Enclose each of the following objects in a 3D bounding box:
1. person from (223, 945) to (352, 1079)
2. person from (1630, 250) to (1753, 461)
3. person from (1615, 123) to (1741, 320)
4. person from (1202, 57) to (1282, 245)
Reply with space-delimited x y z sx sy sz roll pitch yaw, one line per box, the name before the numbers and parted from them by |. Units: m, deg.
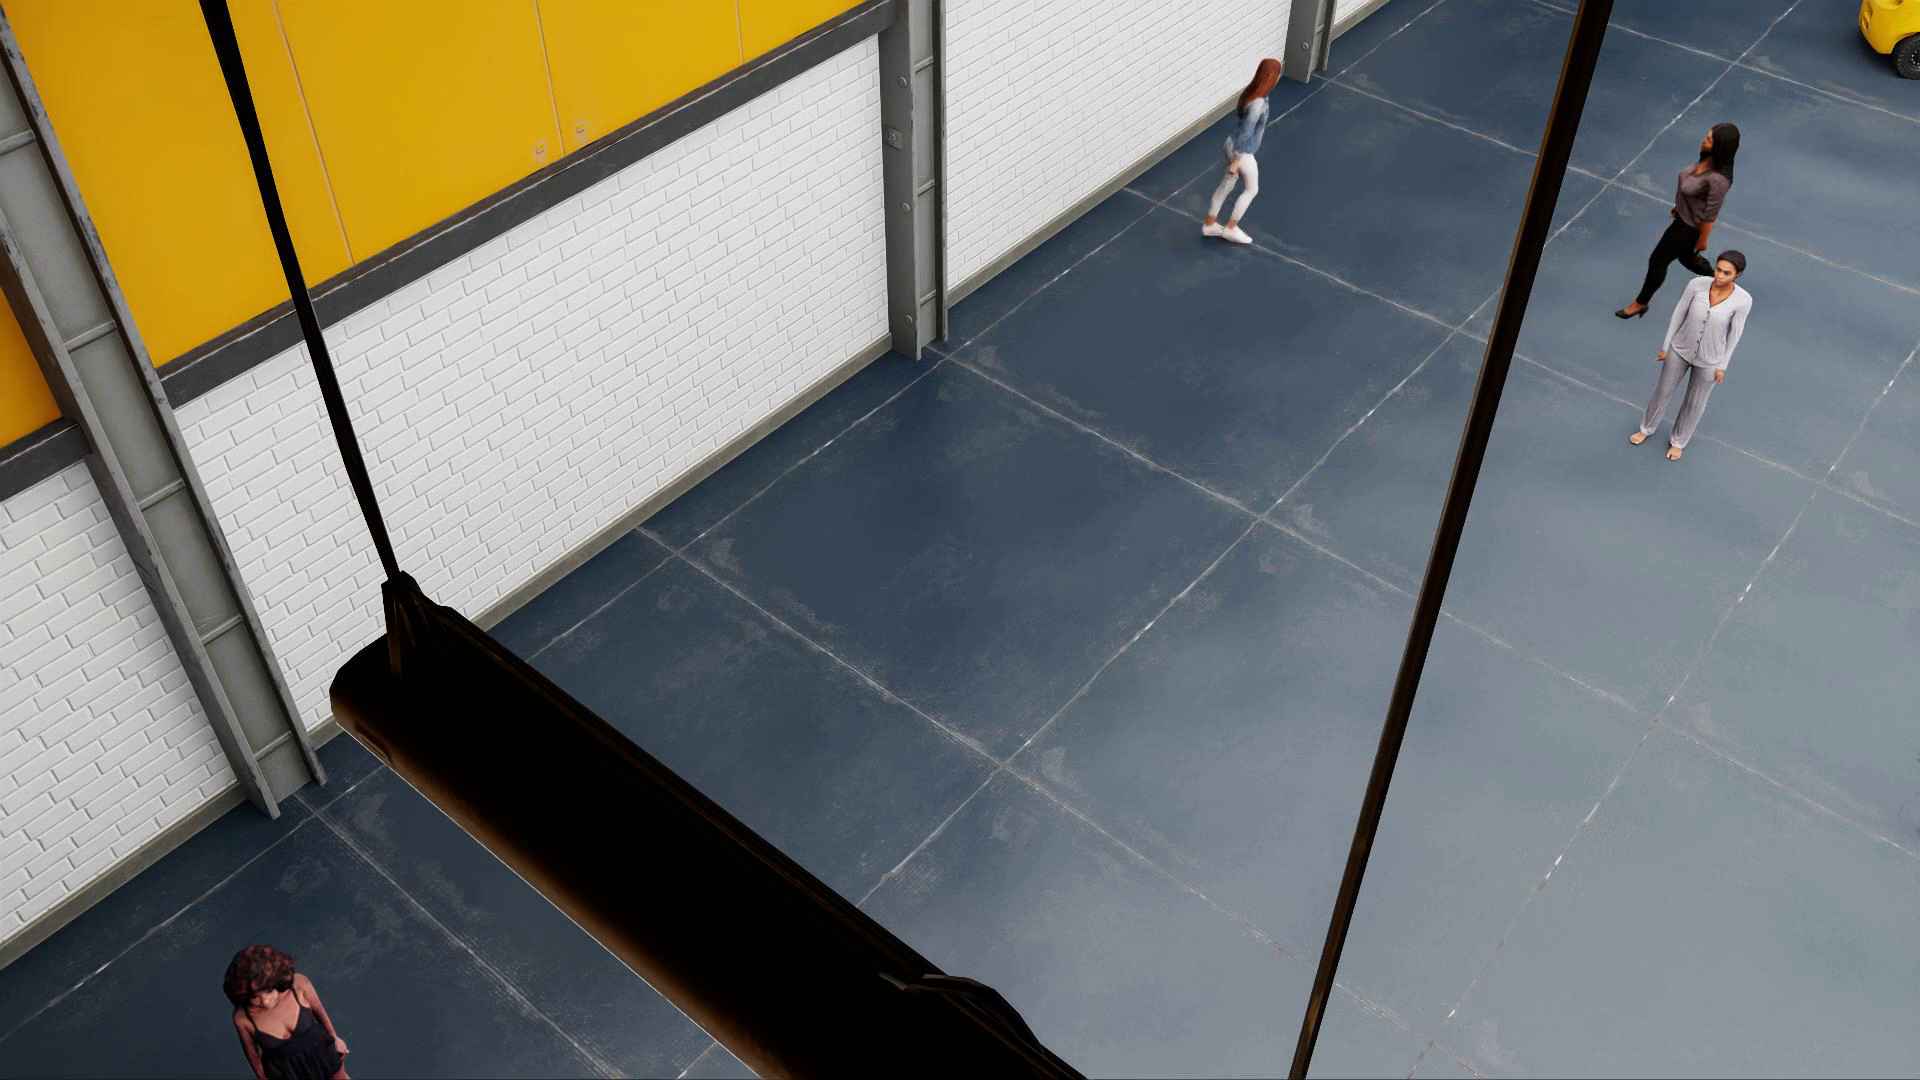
person | -3.190 2.507 8.047 0.525 1.788 0.665 -30 51 -28
person | 5.393 -1.377 12.162 0.649 1.736 0.533 27 50 25
person | 5.939 -2.492 13.283 1.022 1.805 1.168 11 45 11
person | 2.327 -3.298 14.240 0.897 1.651 0.841 3 44 3
